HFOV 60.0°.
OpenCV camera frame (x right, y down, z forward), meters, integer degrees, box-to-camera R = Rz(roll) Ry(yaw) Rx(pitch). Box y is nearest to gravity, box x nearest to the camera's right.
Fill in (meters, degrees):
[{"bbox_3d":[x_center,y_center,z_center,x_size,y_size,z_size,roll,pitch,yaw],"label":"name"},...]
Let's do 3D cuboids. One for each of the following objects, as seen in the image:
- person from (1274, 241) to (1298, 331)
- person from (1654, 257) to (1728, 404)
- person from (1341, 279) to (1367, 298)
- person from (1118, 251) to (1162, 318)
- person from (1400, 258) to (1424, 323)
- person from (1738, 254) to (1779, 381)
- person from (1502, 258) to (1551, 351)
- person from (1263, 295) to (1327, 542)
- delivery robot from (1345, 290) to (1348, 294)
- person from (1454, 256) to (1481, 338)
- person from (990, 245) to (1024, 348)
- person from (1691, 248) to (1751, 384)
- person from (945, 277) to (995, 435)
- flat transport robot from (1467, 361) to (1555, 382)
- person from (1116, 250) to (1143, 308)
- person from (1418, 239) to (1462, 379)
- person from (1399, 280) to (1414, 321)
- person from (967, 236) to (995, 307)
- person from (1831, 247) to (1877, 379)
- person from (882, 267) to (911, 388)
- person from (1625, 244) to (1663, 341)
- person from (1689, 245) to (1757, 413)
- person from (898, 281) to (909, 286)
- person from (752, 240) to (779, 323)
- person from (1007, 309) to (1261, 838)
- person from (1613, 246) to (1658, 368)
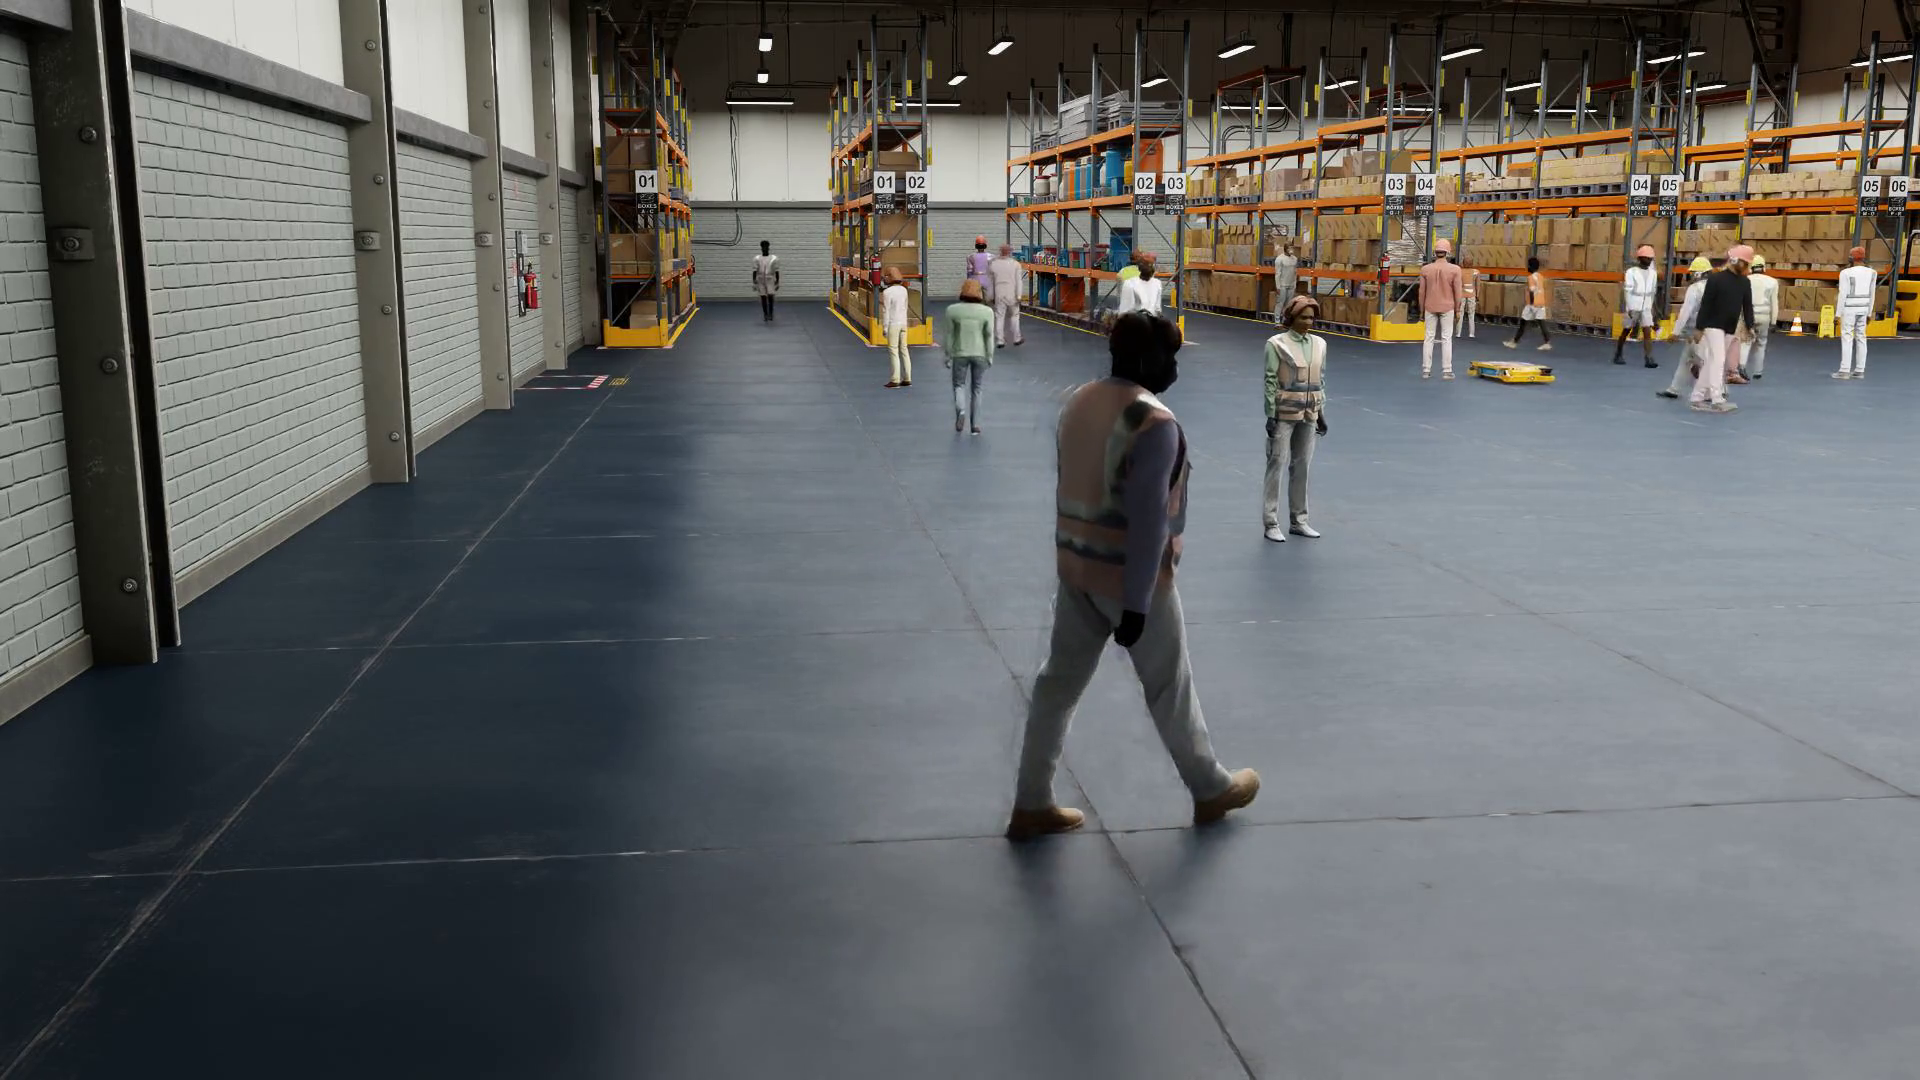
[{"bbox_3d":[7.057,-5.489,36.008,0.625,1.931,0.374,-8,13,-37],"label":"person"},{"bbox_3d":[9.032,-2.554,20.322,0.603,1.791,0.949,-10,14,-43],"label":"person"},{"bbox_3d":[10.605,-7.093,44.938,0.676,1.862,0.966,0,10,-3],"label":"person"},{"bbox_3d":[2.049,-2.396,19.228,0.586,1.865,0.530,-8,13,-38],"label":"person"},{"bbox_3d":[10.525,-5.983,38.646,0.651,1.939,1.034,-2,11,-12],"label":"person"},{"bbox_3d":[11.150,-3.113,23.382,0.602,1.797,0.826,6,12,29],"label":"person"},{"bbox_3d":[10.187,-4.196,29.636,0.858,1.647,0.544,9,14,42],"label":"person"},{"bbox_3d":[2.241,-0.814,11.156,0.513,1.640,0.309,-6,12,-29],"label":"person"},{"bbox_3d":[11.741,-7.364,49.781,0.477,0.478,0.707,-7,13,-35],"label":"delivery robot"},{"bbox_3d":[10.184,-4.881,33.436,0.522,1.645,0.306,3,11,15],"label":"person"},{"bbox_3d":[0.888,-4.487,30.642,0.664,1.860,0.968,4,11,20],"label":"person"},{"bbox_3d":[10.603,-3.116,23.099,0.756,1.887,0.656,5,11,24],"label":"person"},{"bbox_3d":[0.100,-1.863,16.964,0.514,1.615,0.459,0,10,2],"label":"person"},{"bbox_3d":[7.808,-2.400,23.603,0.652,0.197,1.431,-1,10,-6],"label":"flat transport robot"},{"bbox_3d":[2.617,-3.374,24.656,0.621,1.838,0.429,10,14,44],"label":"person"},{"bbox_3d":[6.885,-3.309,23.853,0.611,1.997,0.375,5,12,27],"label":"person"},{"bbox_3d":[10.922,-6.237,40.443,0.512,1.810,0.919,-1,10,-5],"label":"person"},{"bbox_3d":[0.450,-5.426,35.321,0.607,2.048,0.367,0,10,2],"label":"person"},{"bbox_3d":[12.794,-3.243,23.806,0.577,1.881,0.349,-2,10,-10],"label":"person"},{"bbox_3d":[-0.872,-2.869,22.478,0.304,1.625,0.501,8,13,36],"label":"person"},{"bbox_3d":[13.252,-4.773,32.164,0.753,1.898,0.595,9,14,41],"label":"person"},{"bbox_3d":[8.878,-2.429,19.227,0.650,1.922,0.901,-5,11,-24],"label":"person"},{"bbox_3d":[-1.600,-6.966,44.960,0.506,1.608,0.694,-3,11,-16],"label":"person"},{"bbox_3d":[-4.587,-6.068,39.112,0.618,1.939,0.664,0,10,2],"label":"person"},{"bbox_3d":[0.575,0.121,5.651,0.950,1.790,0.629,-6,12,-30],"label":"person"},{"bbox_3d":[10.642,-3.664,26.107,0.540,1.899,0.998,-1,10,-6],"label":"person"}]
